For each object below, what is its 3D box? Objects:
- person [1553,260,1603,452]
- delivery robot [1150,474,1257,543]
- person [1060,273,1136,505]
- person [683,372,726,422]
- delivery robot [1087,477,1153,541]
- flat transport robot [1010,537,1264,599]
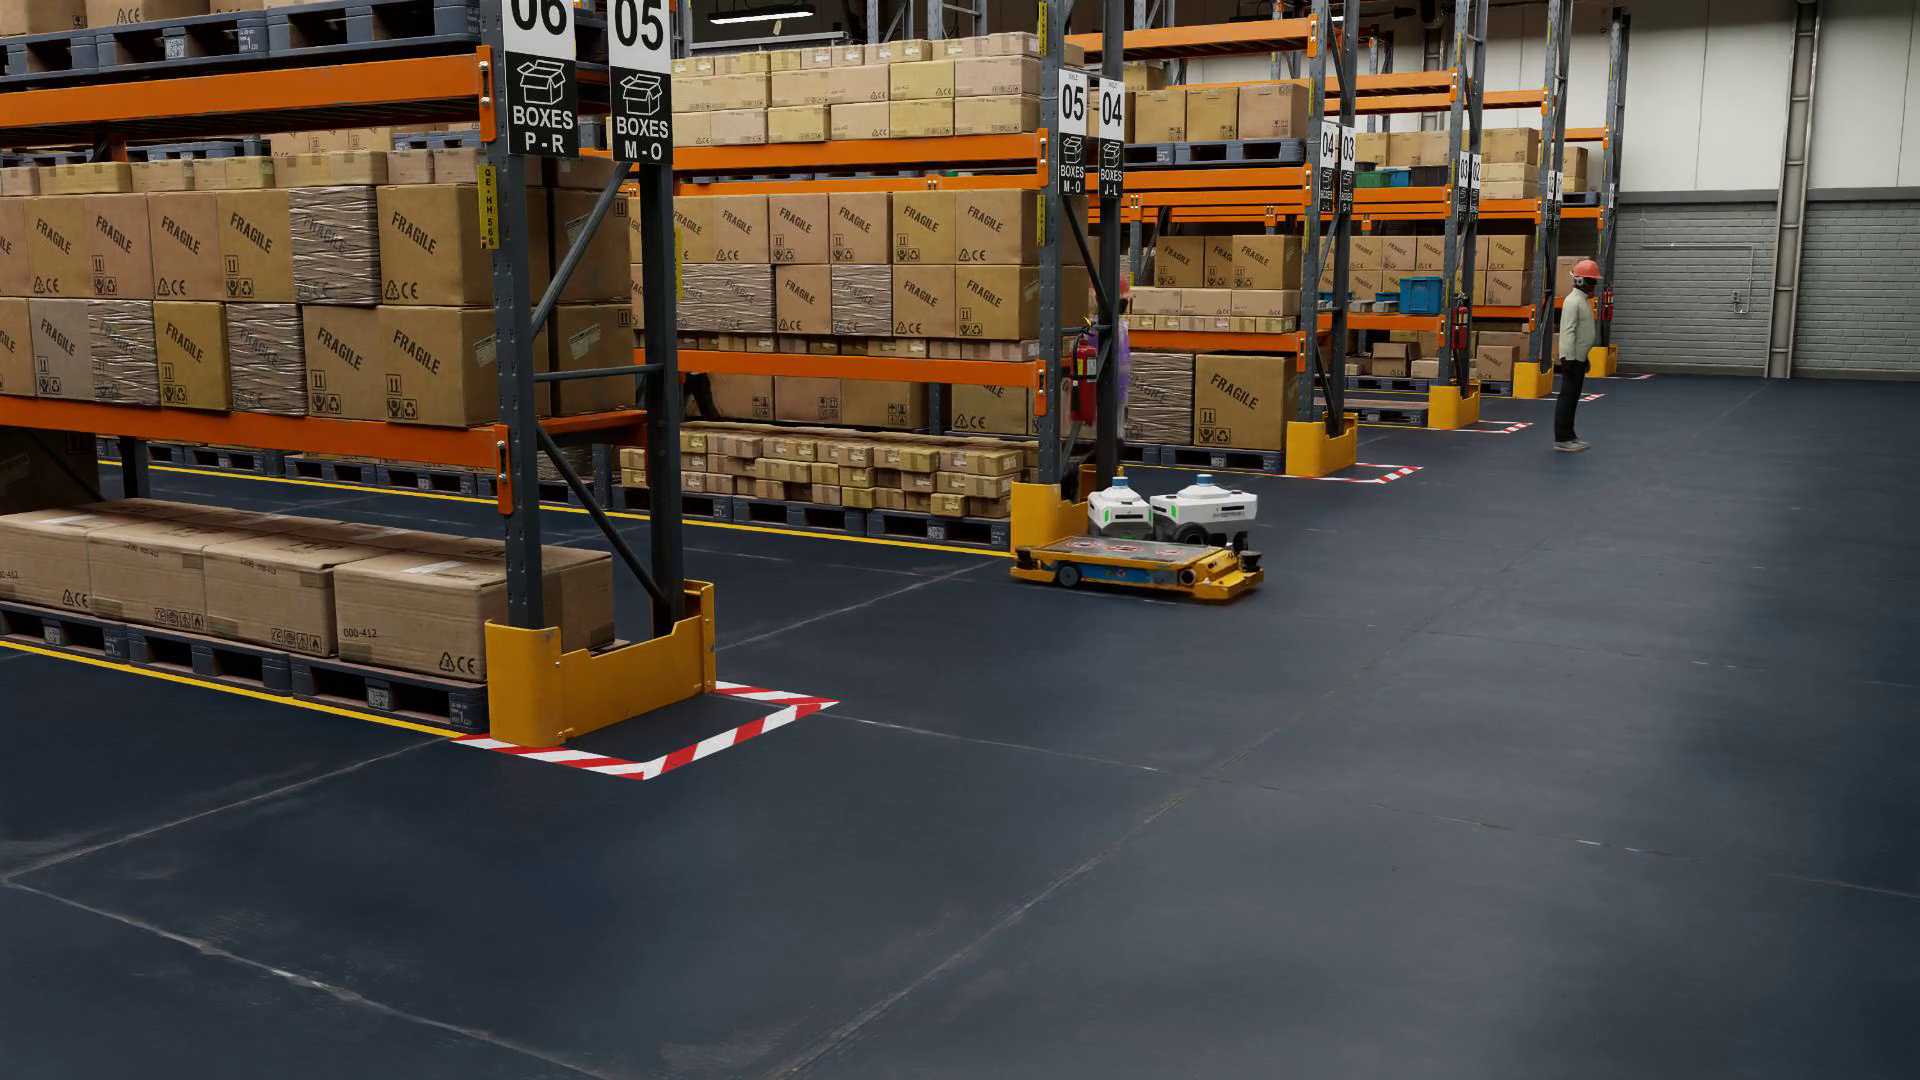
[{"bbox_3d":[6.458,-1.917,17.373,0.402,1.986,0.614,6,11,31],"label":"person"},{"bbox_3d":[1.647,-0.201,11.228,0.707,0.478,0.477,-4,11,-24],"label":"delivery robot"},{"bbox_3d":[1.091,-1.108,12.860,0.833,1.913,0.555,7,12,34],"label":"person"},{"bbox_3d":[-2.550,-1.602,15.910,1.025,1.869,0.589,3,10,19],"label":"person"},{"bbox_3d":[1.064,-0.180,11.106,0.477,0.478,0.707,-1,10,-5],"label":"delivery robot"},{"bbox_3d":[1.091,0.151,10.275,1.431,0.197,0.652,5,11,28],"label":"flat transport robot"}]
